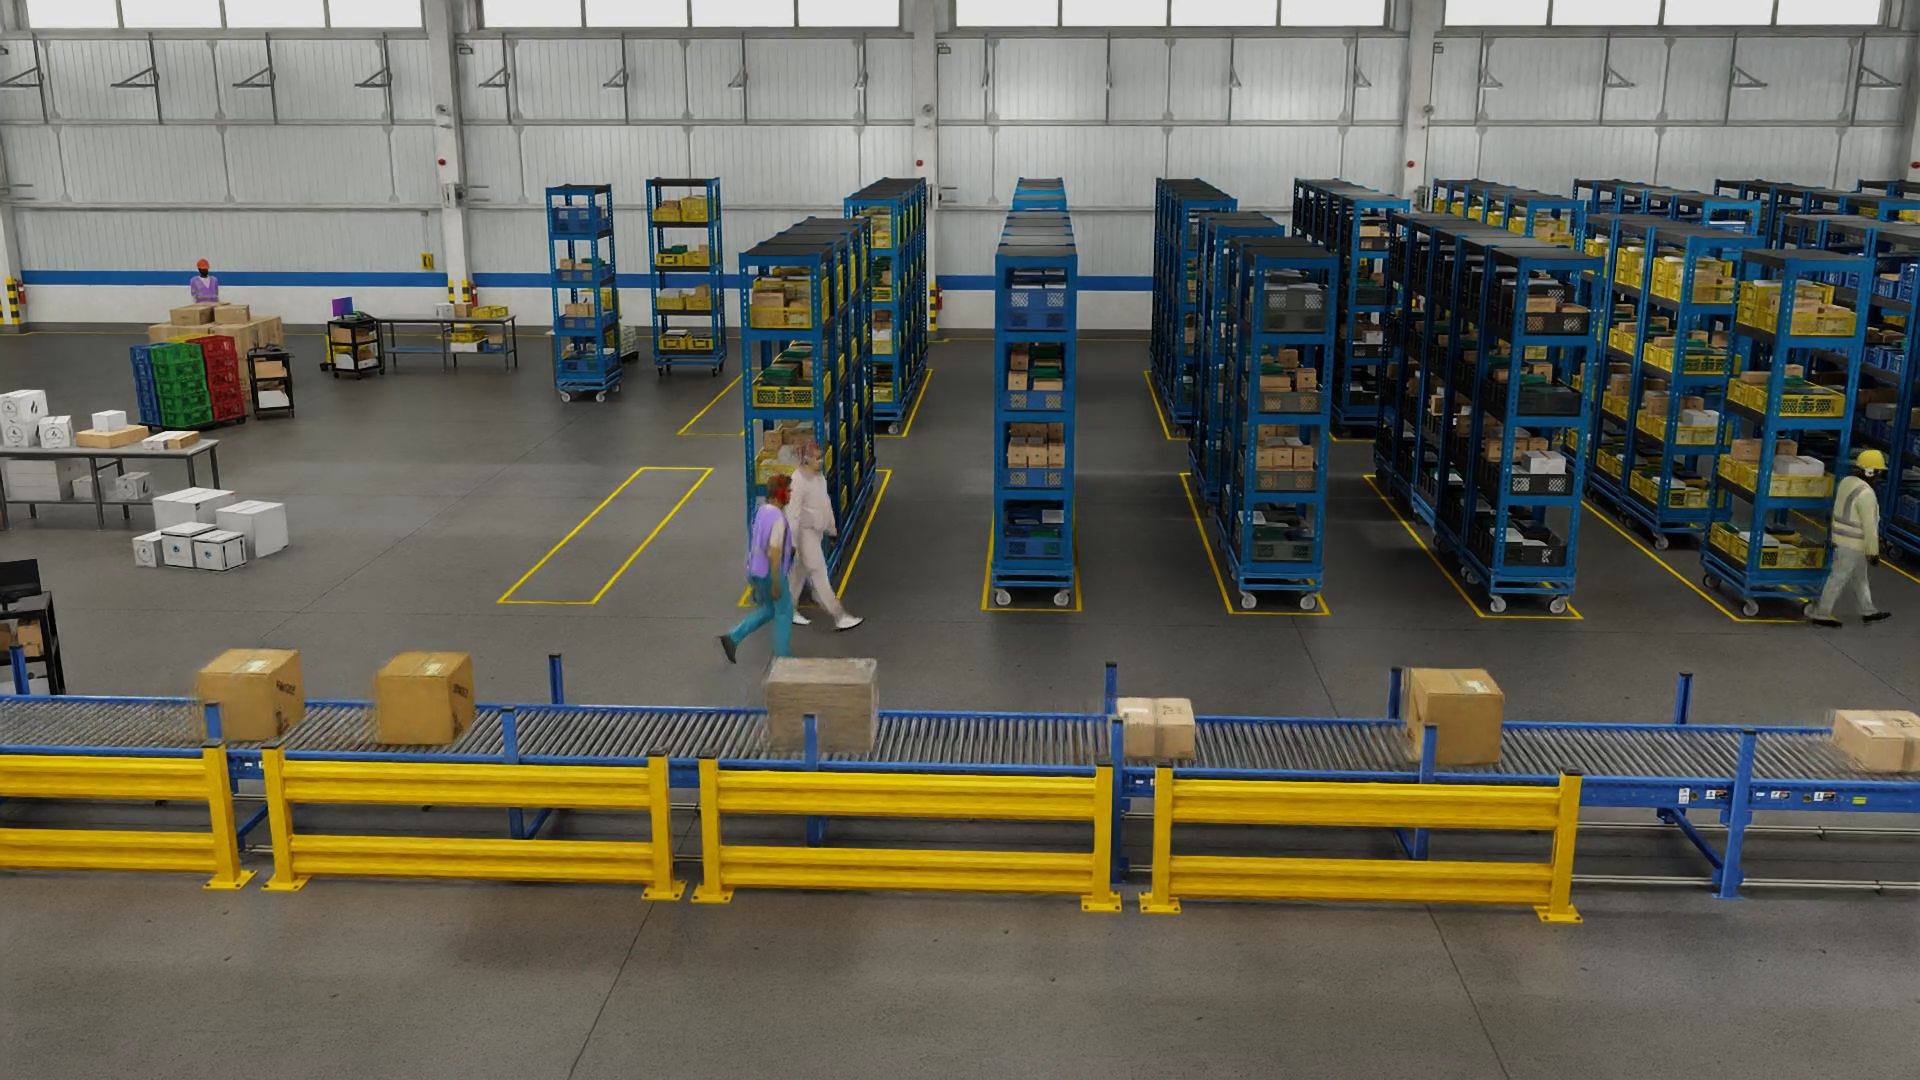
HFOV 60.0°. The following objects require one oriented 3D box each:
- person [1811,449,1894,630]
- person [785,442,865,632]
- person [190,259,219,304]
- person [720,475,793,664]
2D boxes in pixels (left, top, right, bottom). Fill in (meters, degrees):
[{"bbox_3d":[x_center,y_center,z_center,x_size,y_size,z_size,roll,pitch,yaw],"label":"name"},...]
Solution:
[{"bbox_3d":[8.764,0.013,16.078,0.864,1.791,0.626,3,15,10],"label":"person"},{"bbox_3d":[-1.361,-0.031,16.119,0.949,1.856,0.668,4,16,15],"label":"person"},{"bbox_3d":[-14.877,-4.585,32.886,0.373,1.939,0.545,14,20,41],"label":"person"},{"bbox_3d":[-1.775,0.315,14.951,0.693,1.818,0.568,-6,16,-22],"label":"person"}]
